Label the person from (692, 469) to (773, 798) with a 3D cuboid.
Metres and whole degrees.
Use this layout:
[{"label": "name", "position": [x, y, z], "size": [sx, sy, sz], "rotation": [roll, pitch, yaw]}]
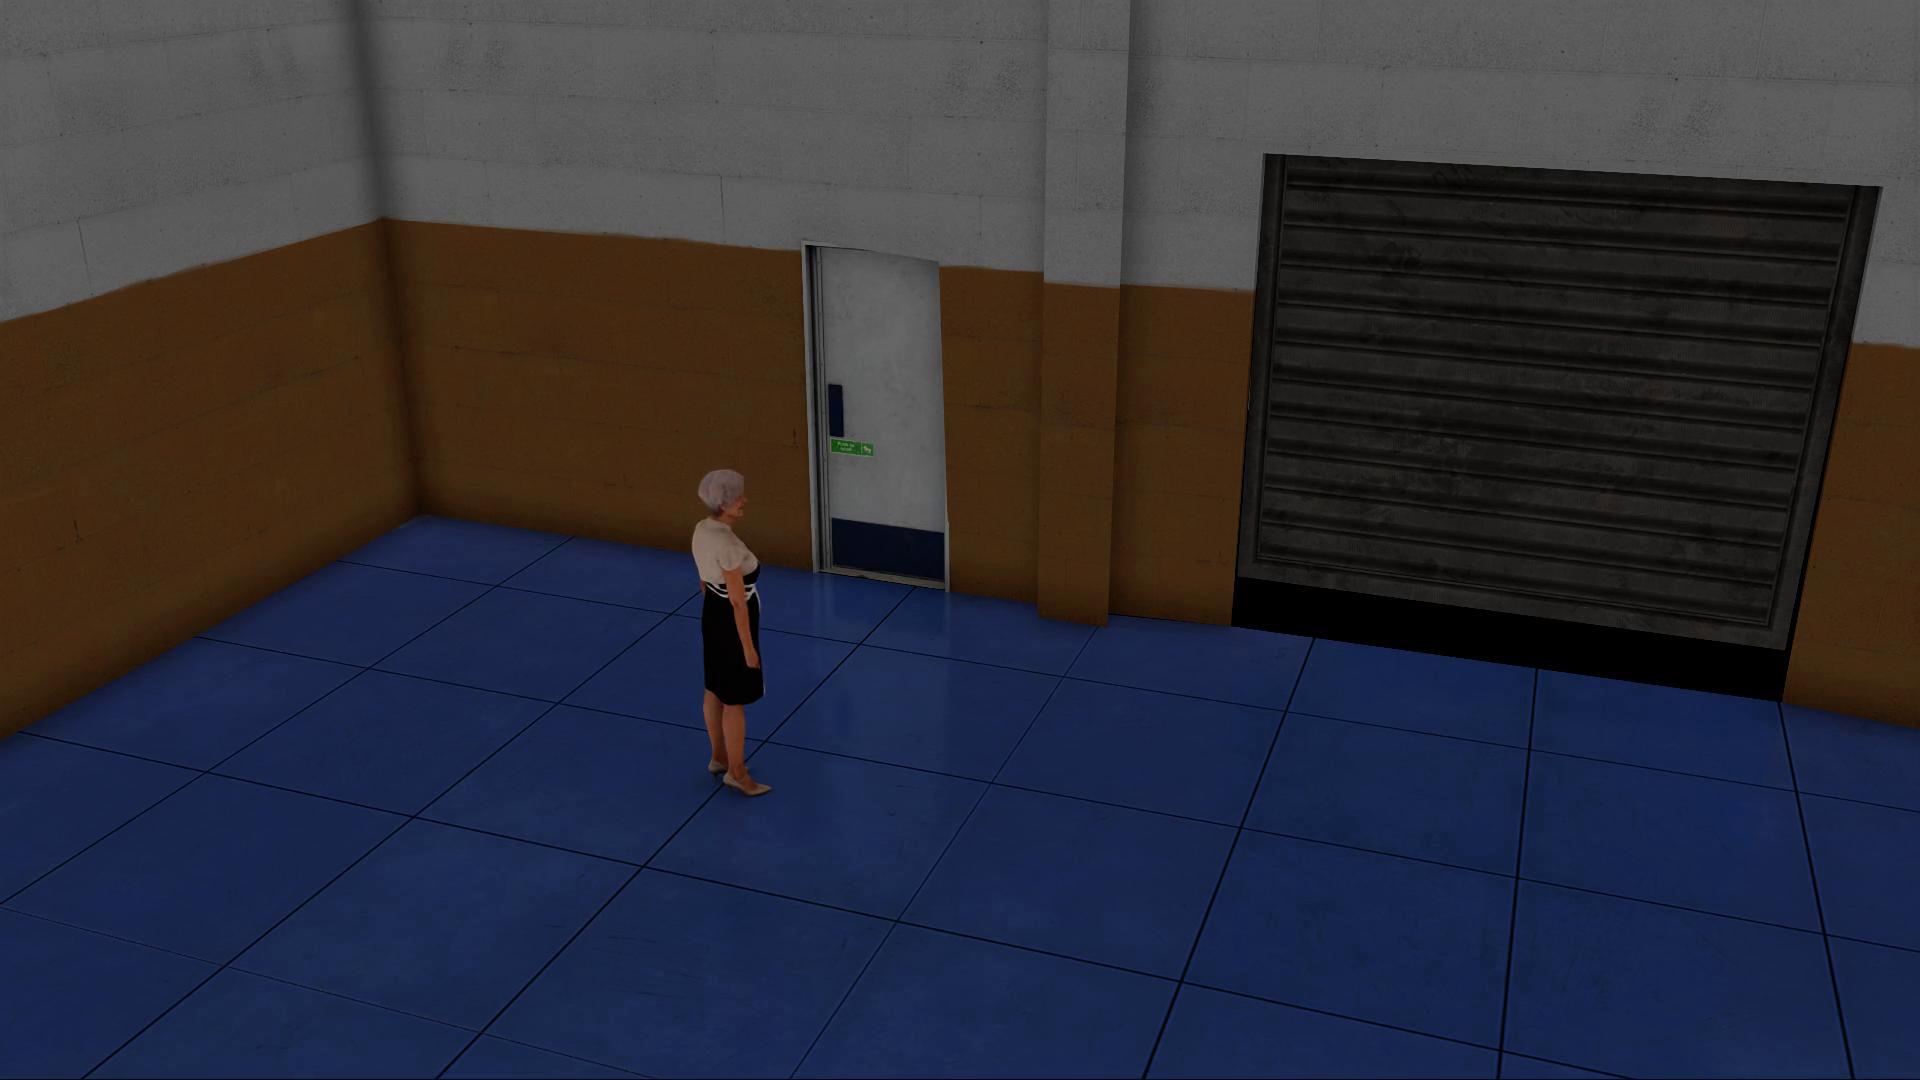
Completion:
[{"label": "person", "position": [-1.192, 0.484, 8.466], "size": [0.762, 1.752, 0.683], "rotation": [-12, 25, -26]}]
